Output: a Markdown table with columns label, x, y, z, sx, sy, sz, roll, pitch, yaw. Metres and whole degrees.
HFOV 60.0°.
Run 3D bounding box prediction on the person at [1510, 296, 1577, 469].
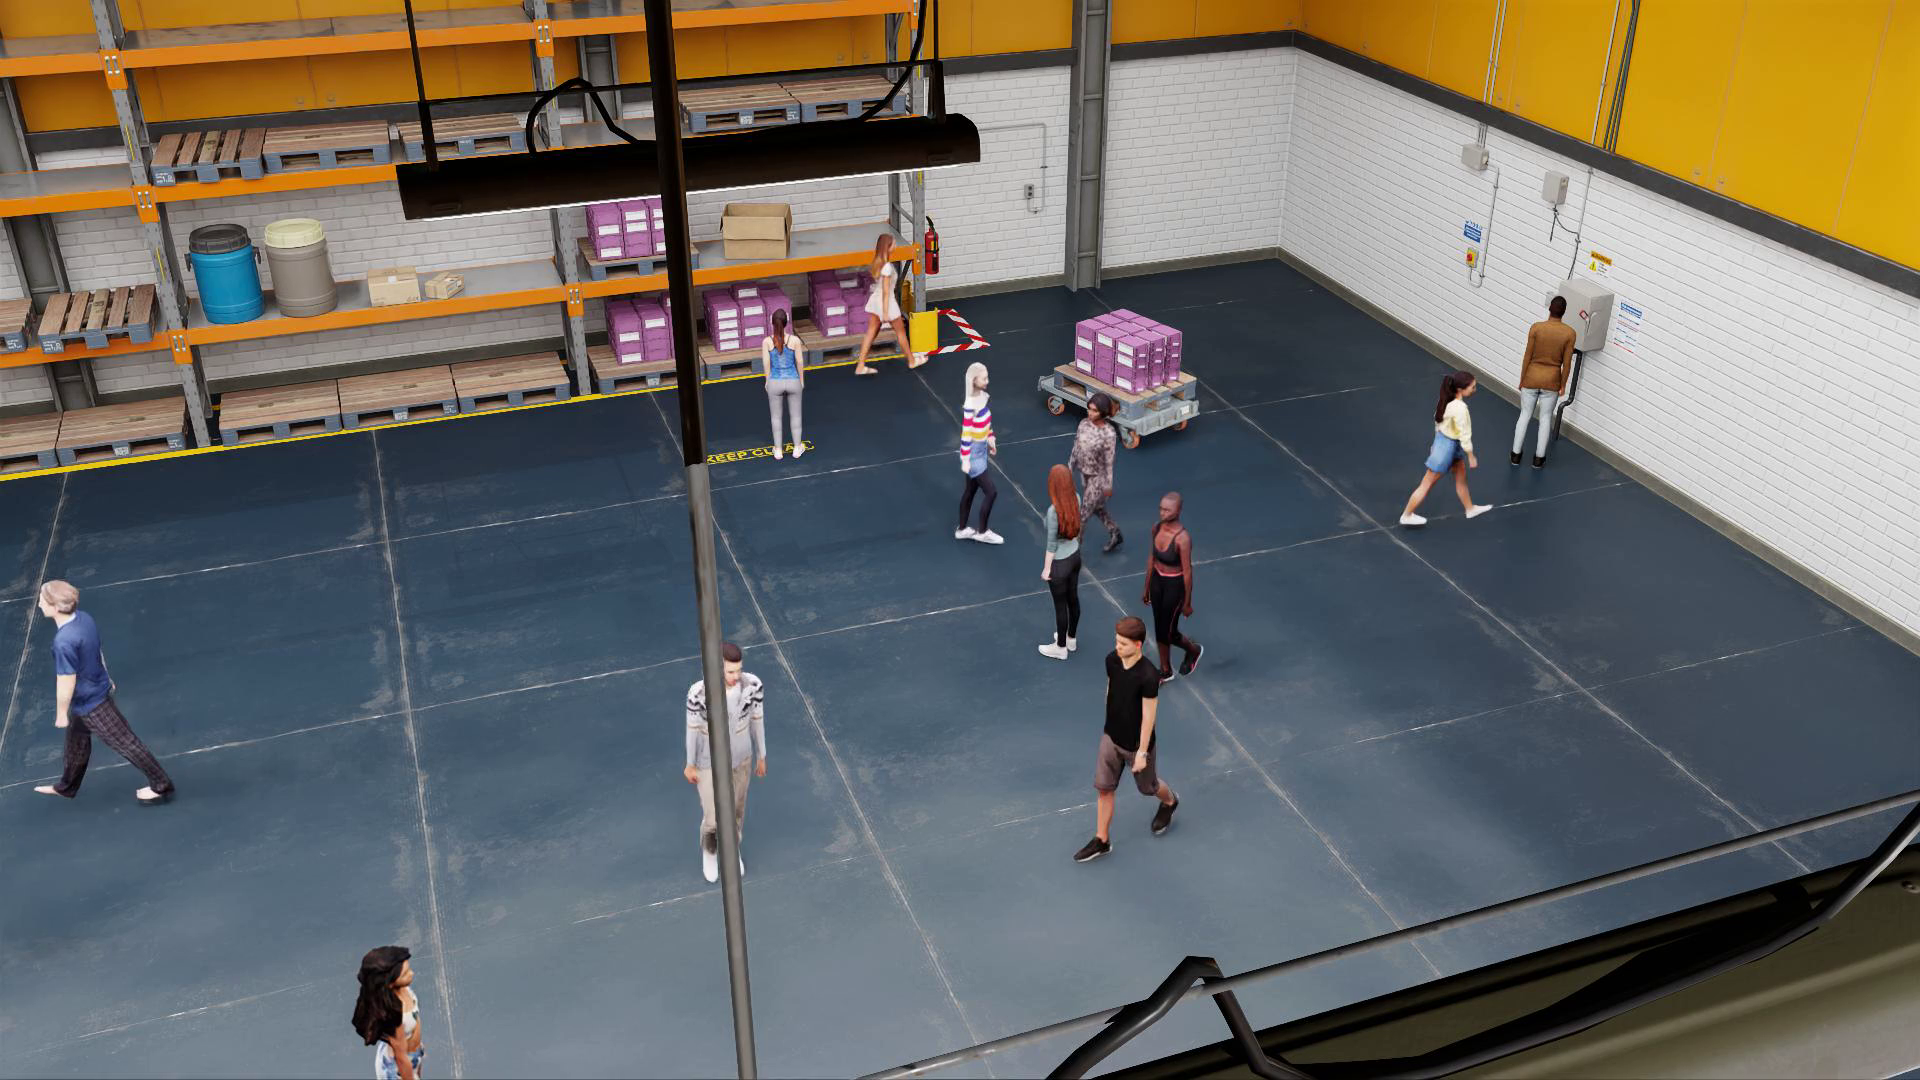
| label | x | y | z | sx | sy | sz | roll | pitch | yaw |
| --- | --- | --- | --- | --- | --- | --- | --- | --- | --- |
| person | 5.883 | -1.601 | 16.794 | 0.687 | 1.818 | 0.760 | 11 | 30 | 19 |

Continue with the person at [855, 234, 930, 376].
| label | x | y | z | sx | sy | sz | roll | pitch | yaw |
| --- | --- | --- | --- | --- | --- | --- | --- | --- | --- |
| person | -0.943 | -2.623 | 18.850 | 1.114 | 1.644 | 0.620 | -11 | 31 | -20 |

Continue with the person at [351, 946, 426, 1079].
| label | x | y | z | sx | sy | sz | roll | pitch | yaw |
| --- | --- | --- | --- | --- | --- | --- | --- | --- | --- |
| person | -2.983 | 2.816 | 8.905 | 0.566 | 1.618 | 0.549 | -9 | 30 | -16 |

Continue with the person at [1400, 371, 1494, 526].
| label | x | y | z | sx | sy | sz | roll | pitch | yaw |
| --- | --- | --- | --- | --- | --- | --- | --- | --- | --- |
| person | 4.467 | -0.800 | 15.590 | 1.200 | 1.566 | 0.899 | 0 | 29 | -1 |

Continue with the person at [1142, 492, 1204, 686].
| label | x | y | z | sx | sy | sz | roll | pitch | yaw |
| --- | --- | --- | --- | --- | --- | --- | --- | --- | --- |
| person | 1.747 | 0.374 | 13.248 | 0.811 | 1.746 | 0.696 | -17 | 33 | -29 |

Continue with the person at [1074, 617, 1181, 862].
| label | x | y | z | sx | sy | sz | roll | pitch | yaw |
| --- | --- | --- | --- | --- | --- | --- | --- | --- | --- |
| person | 1.244 | 1.330 | 11.402 | 1.269 | 1.837 | 0.970 | -24 | 37 | -36 |

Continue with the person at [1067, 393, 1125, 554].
| label | x | y | z | sx | sy | sz | roll | pitch | yaw |
| --- | --- | --- | --- | --- | --- | --- | --- | --- | --- |
| person | 1.261 | -0.540 | 15.007 | 1.196 | 1.667 | 0.775 | -19 | 34 | -31 |

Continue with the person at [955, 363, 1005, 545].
| label | x | y | z | sx | sy | sz | roll | pitch | yaw |
| --- | --- | --- | --- | --- | --- | --- | --- | --- | --- |
| person | 0.056 | -0.799 | 15.348 | 0.893 | 1.795 | 0.839 | 7 | 29 | 13 |

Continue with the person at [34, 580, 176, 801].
| label | x | y | z | sx | sy | sz | roll | pitch | yaw |
| --- | --- | --- | --- | --- | --- | --- | --- | --- | --- |
| person | -6.068 | 1.127 | 11.796 | 1.207 | 1.816 | 0.766 | -7 | 29 | -12 |

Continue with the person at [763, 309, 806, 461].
| label | x | y | z | sx | sy | sz | roll | pitch | yaw |
| --- | --- | --- | --- | --- | --- | --- | --- | --- | --- |
| person | -1.799 | -1.597 | 17.005 | 0.554 | 1.610 | 0.671 | -3 | 29 | -5 |

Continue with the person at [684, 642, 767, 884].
| label | x | y | z | sx | sy | sz | roll | pitch | yaw |
| --- | --- | --- | --- | --- | --- | --- | --- | --- | --- |
| person | -1.611 | 1.422 | 11.226 | 0.595 | 1.843 | 0.806 | -12 | 31 | -20 |

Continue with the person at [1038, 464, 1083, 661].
| label | x | y | z | sx | sy | sz | roll | pitch | yaw |
| --- | --- | --- | --- | --- | --- | --- | --- | --- | --- |
| person | 0.843 | 0.180 | 13.610 | 0.719 | 1.742 | 0.623 | 22 | 36 | 34 |
